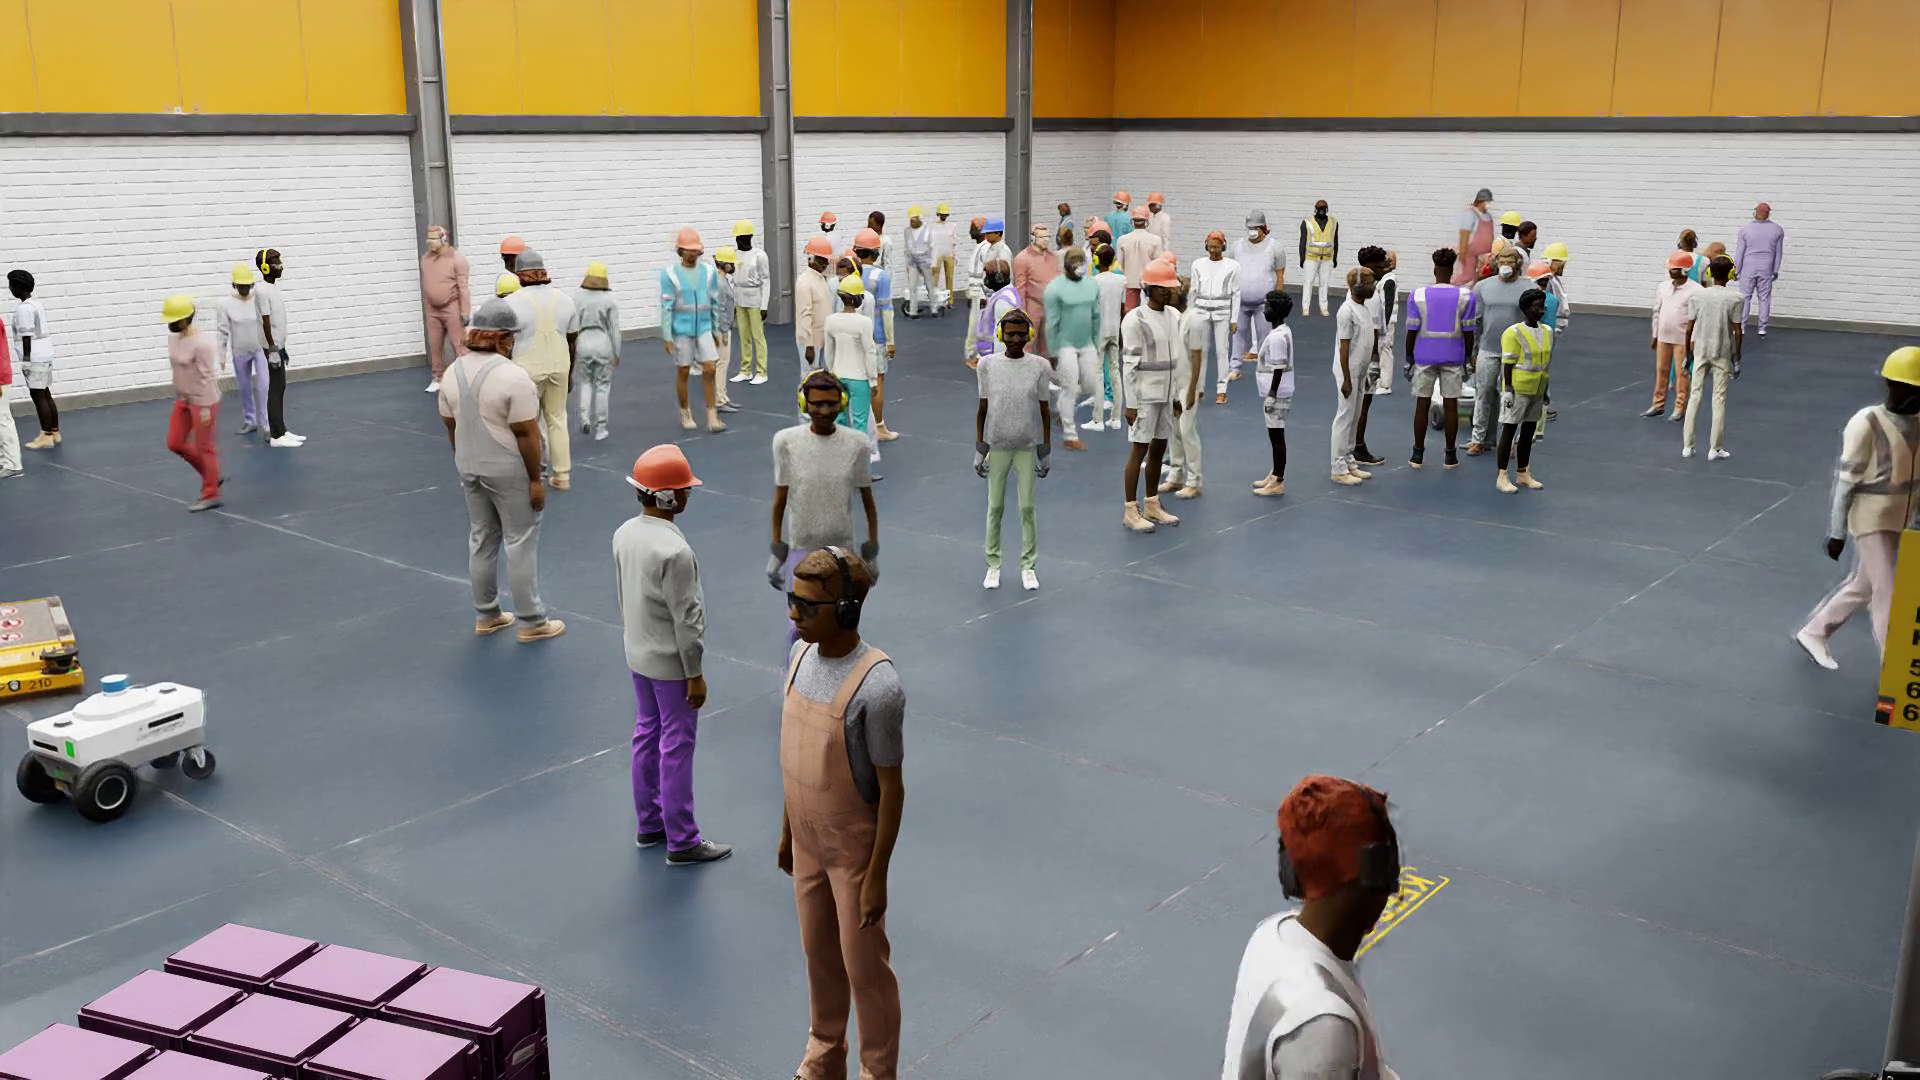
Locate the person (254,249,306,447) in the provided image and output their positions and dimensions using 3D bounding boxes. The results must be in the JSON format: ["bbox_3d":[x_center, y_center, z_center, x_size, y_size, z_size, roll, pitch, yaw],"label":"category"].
[{"bbox_3d":[-6.485,-1.822,15.802,0.328,1.872,0.514,-3,14,-14],"label":"person"}]

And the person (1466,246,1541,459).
[{"bbox_3d":[4.962,-1.716,15.238,0.630,1.940,0.370,6,15,22],"label":"person"}]

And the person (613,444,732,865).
[{"bbox_3d":[-1.199,0.472,6.872,0.326,1.752,0.560,-11,18,-37],"label":"person"}]

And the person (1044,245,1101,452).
[{"bbox_3d":[1.022,-1.809,15.649,0.641,1.921,0.594,-9,17,-32],"label":"person"}]

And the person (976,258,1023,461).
[{"bbox_3d":[0.365,-1.638,15.147,0.429,1.837,0.624,1,14,5],"label":"person"}]

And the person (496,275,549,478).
[{"bbox_3d":[-3.801,-1.374,14.216,0.526,1.772,0.304,-1,14,-6],"label":"person"}]

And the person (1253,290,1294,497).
[{"bbox_3d":[2.589,-1.206,13.690,0.317,1.696,0.537,3,14,12],"label":"person"}]

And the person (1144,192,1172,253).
[{"bbox_3d":[3.108,-4.490,26.262,0.443,1.980,0.622,-5,15,-19],"label":"person"}]

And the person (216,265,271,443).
[{"bbox_3d":[-6.919,-1.830,16.175,0.539,1.711,0.770,-6,15,-21],"label":"person"}]

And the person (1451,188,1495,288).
[{"bbox_3d":[8.354,-4.749,27.153,0.702,2.000,0.770,-10,17,-35],"label":"person"}]

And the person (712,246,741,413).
[{"bbox_3d":[-2.491,-2.231,17.671,0.345,1.758,0.532,-1,14,-5],"label":"person"}]

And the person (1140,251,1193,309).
[{"bbox_3d":[2.101,-2.077,17.057,0.572,1.748,0.342,-1,14,-6],"label":"person"}]

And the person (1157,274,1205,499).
[{"bbox_3d":[1.803,-1.258,13.631,0.357,1.836,0.517,-8,16,-28],"label":"person"}]

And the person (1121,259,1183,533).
[{"bbox_3d":[1.474,-1.083,12.496,0.382,2.041,0.616,14,19,43],"label":"person"}]

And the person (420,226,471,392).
[{"bbox_3d":[-5.866,-2.615,18.919,0.654,1.899,0.400,5,15,19],"label":"person"}]

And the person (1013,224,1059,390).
[{"bbox_3d":[0.909,-2.636,18.982,0.641,1.908,0.408,-12,19,-40],"label":"person"}]

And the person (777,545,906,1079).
[{"bbox_3d":[-0.368,0.913,4.924,0.345,1.846,0.508,-12,18,-40],"label":"person"}]

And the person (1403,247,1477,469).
[{"bbox_3d":[4.243,-1.602,14.743,0.603,1.959,0.374,4,14,14],"label":"person"}]

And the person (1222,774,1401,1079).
[{"bbox_3d":[0.621,1.367,3.109,0.345,1.854,0.673,2,14,9],"label":"person"}]

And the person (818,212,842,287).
[{"bbox_3d":[-1.931,-3.964,24.589,0.320,1.755,0.569,4,15,15],"label":"person"}]

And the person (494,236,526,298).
[{"bbox_3d":[-4.449,-2.063,16.657,0.389,1.930,0.550,-1,14,-6],"label":"person"}]

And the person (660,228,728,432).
[{"bbox_3d":[-2.601,-2.041,16.391,0.628,2.008,0.883,-7,16,-27],"label":"person"}]

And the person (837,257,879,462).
[{"bbox_3d":[-0.942,-1.617,15.024,0.340,1.855,0.525,-10,17,-34],"label":"person"}]

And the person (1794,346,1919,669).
[{"bbox_3d":[4.985,-0.122,8.989,0.605,1.879,0.955,-7,15,-24],"label":"person"}]

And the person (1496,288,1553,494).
[{"bbox_3d":[4.704,-1.241,13.830,0.535,1.697,0.318,-8,16,-29],"label":"person"}]

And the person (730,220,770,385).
[{"bbox_3d":[-2.491,-2.791,19.557,0.591,1.926,0.386,11,18,38],"label":"person"}]

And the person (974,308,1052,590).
[{"bbox_3d":[0.344,-0.590,10.909,0.510,1.860,0.333,1,14,3],"label":"person"}]

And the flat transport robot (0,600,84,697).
[{"bbox_3d":[-5.402,0.589,9.408,0.652,0.197,1.431,-9,16,-31],"label":"flat transport robot"}]

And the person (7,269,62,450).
[{"bbox_3d":[-8.748,-1.709,15.727,0.319,1.687,0.539,-4,15,-16],"label":"person"}]

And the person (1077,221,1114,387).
[{"bbox_3d":[1.571,-2.685,19.130,0.378,1.929,0.549,5,15,19],"label":"person"}]

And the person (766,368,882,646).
[{"bbox_3d":[-0.677,0.060,8.311,0.584,1.856,0.357,-2,14,-8],"label":"person"}]

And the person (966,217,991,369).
[{"bbox_3d":[0.264,-3.080,20.799,0.338,1.882,0.583,-2,14,-8],"label":"person"}]

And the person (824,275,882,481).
[{"bbox_3d":[-0.916,-1.372,14.210,0.523,1.769,0.317,10,17,34],"label":"person"}]

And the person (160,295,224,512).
[{"bbox_3d":[-6.032,-1.061,13.029,0.583,1.726,0.428,9,17,33],"label":"person"}]

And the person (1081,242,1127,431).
[{"bbox_3d":[1.427,-2.019,16.587,0.518,1.874,0.327,-8,16,-28],"label":"person"}]
